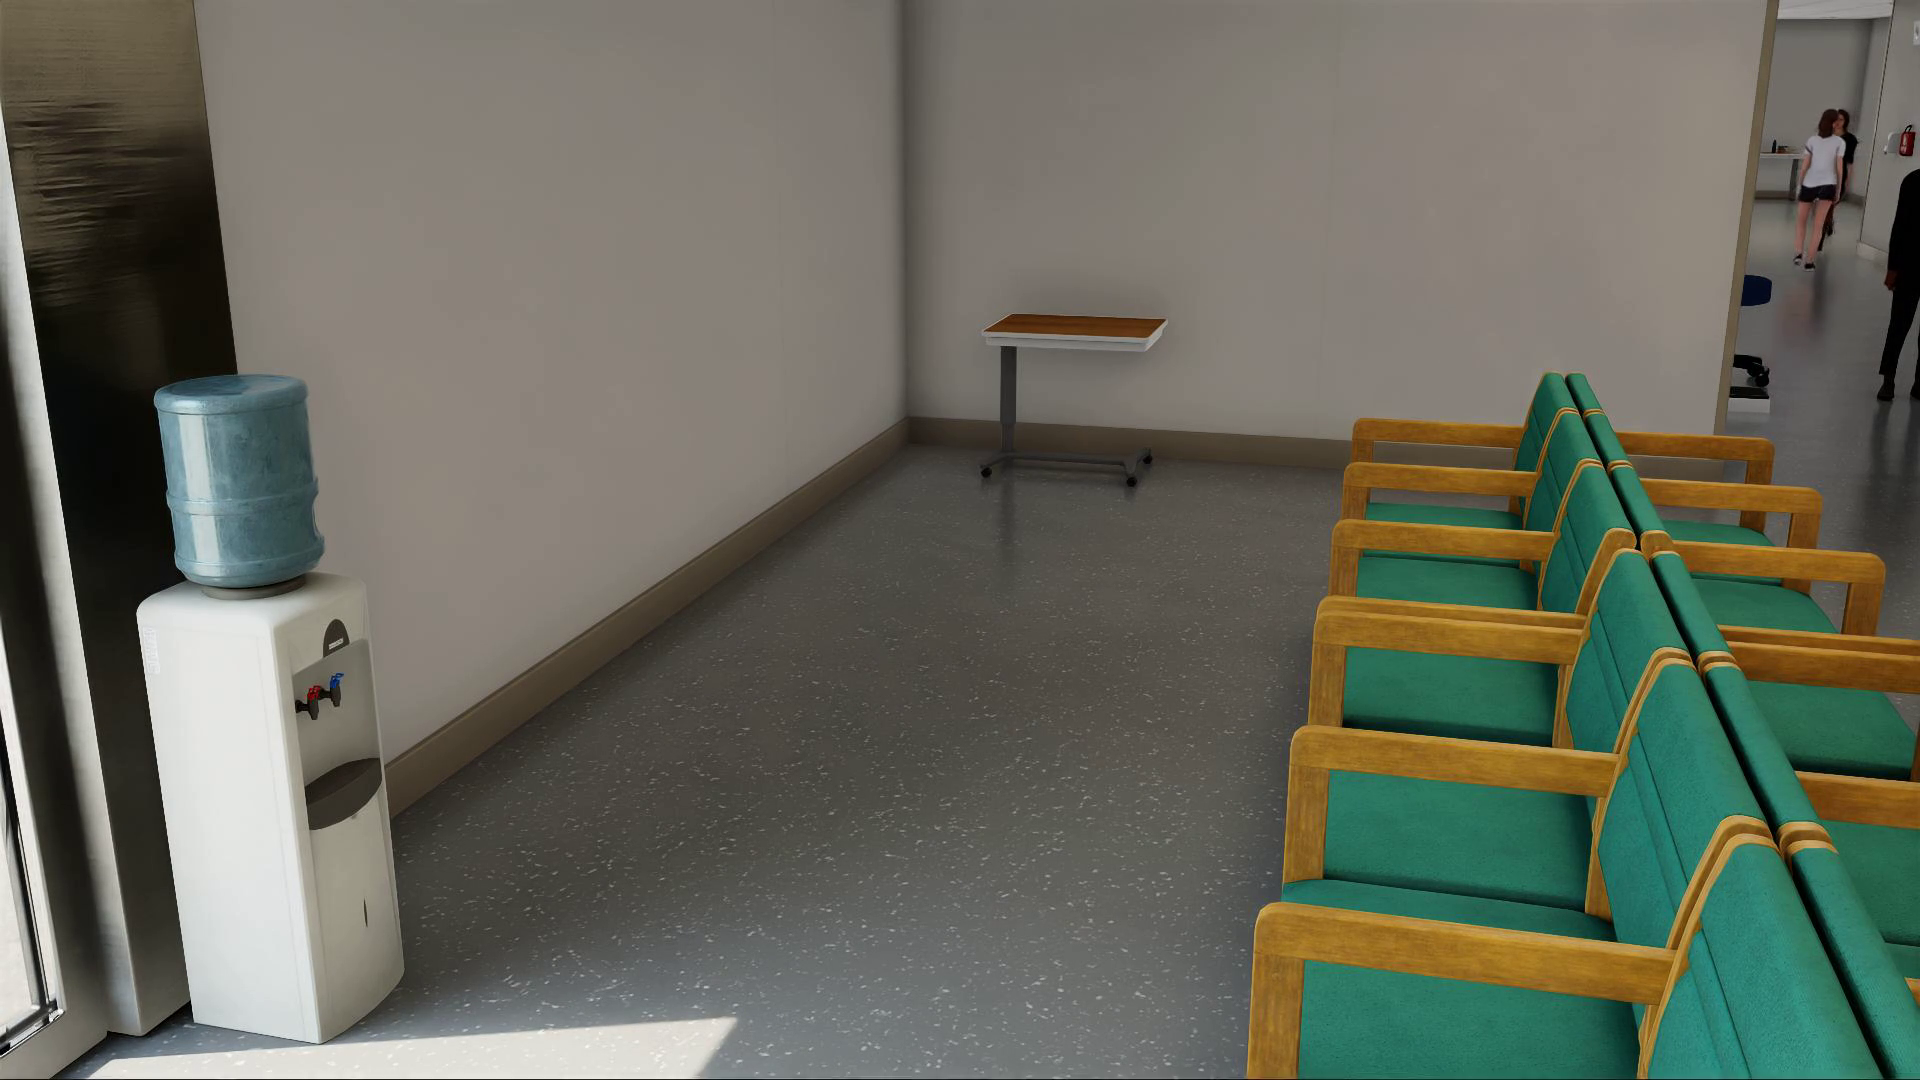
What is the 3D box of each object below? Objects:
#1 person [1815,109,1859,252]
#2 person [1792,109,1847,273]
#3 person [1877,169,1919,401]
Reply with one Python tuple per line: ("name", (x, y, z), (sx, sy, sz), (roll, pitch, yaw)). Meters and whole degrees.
("person", (10.698, -4.396, 20.377), (0.942, 1.684, 0.872), (11, 19, 33))
("person", (9.365, -3.802, 18.174), (0.655, 1.737, 0.725), (9, 18, 28))
("person", (6.453, -1.848, 11.111), (0.462, 1.809, 0.690), (4, 16, 15))
